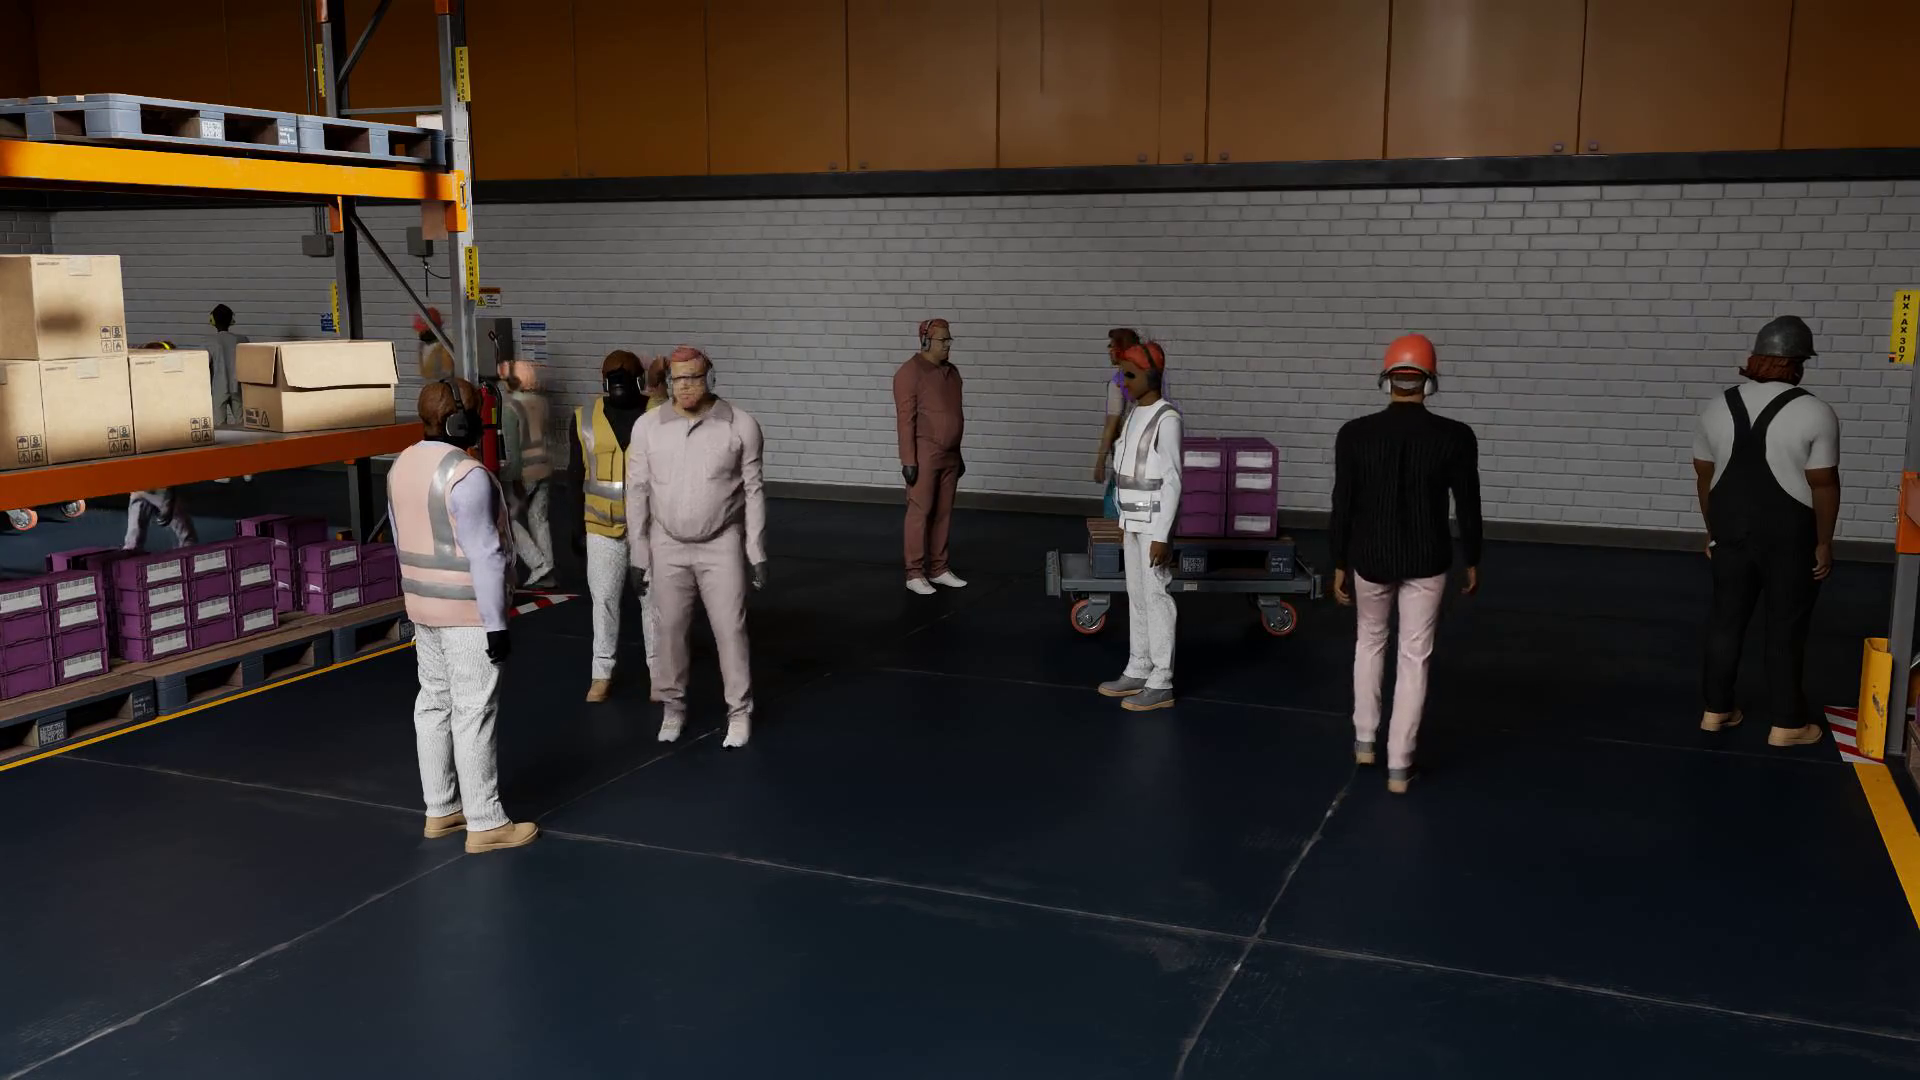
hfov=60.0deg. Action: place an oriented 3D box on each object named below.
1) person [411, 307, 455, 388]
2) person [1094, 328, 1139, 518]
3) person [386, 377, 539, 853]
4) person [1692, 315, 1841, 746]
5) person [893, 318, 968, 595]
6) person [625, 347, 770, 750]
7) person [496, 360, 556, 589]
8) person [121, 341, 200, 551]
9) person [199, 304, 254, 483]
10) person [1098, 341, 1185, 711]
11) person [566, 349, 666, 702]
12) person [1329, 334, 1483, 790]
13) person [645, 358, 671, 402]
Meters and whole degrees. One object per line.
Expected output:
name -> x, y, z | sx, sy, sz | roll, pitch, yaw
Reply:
person -> -4.947, -1.265, 15.778 | 0.591, 1.885, 0.596 | 8, 13, 42
person -> 1.081, -0.596, 11.894 | 0.763, 1.820, 0.596 | 5, 10, 26
person -> -1.943, 0.290, 6.488 | 0.626, 1.844, 0.429 | 8, 12, 41
person -> 3.886, -0.053, 7.961 | 0.537, 2.000, 0.683 | -7, 12, -35
person -> -0.173, -0.583, 11.583 | 0.408, 1.905, 0.653 | 7, 12, 36
person -> -1.240, 0.047, 7.868 | 0.685, 1.893, 0.452 | 0, 9, 2
person -> -3.018, -0.434, 11.538 | 0.379, 1.627, 0.507 | 3, 10, 17
person -> -4.956, -0.308, 10.209 | 0.495, 1.821, 0.975 | 4, 10, 21
person -> -7.673, -1.528, 17.418 | 0.535, 1.869, 0.312 | -8, 12, -39
person -> 0.951, -0.072, 8.547 | 0.356, 1.887, 0.573 | -3, 10, -15
person -> -1.721, -0.066, 8.645 | 0.634, 1.841, 0.429 | -1, 9, -5
person -> 1.990, 0.079, 7.376 | 0.629, 1.972, 0.741 | 4, 10, 23
person -> -2.217, -0.571, 12.467 | 0.876, 1.580, 0.528 | -3, 10, -17
